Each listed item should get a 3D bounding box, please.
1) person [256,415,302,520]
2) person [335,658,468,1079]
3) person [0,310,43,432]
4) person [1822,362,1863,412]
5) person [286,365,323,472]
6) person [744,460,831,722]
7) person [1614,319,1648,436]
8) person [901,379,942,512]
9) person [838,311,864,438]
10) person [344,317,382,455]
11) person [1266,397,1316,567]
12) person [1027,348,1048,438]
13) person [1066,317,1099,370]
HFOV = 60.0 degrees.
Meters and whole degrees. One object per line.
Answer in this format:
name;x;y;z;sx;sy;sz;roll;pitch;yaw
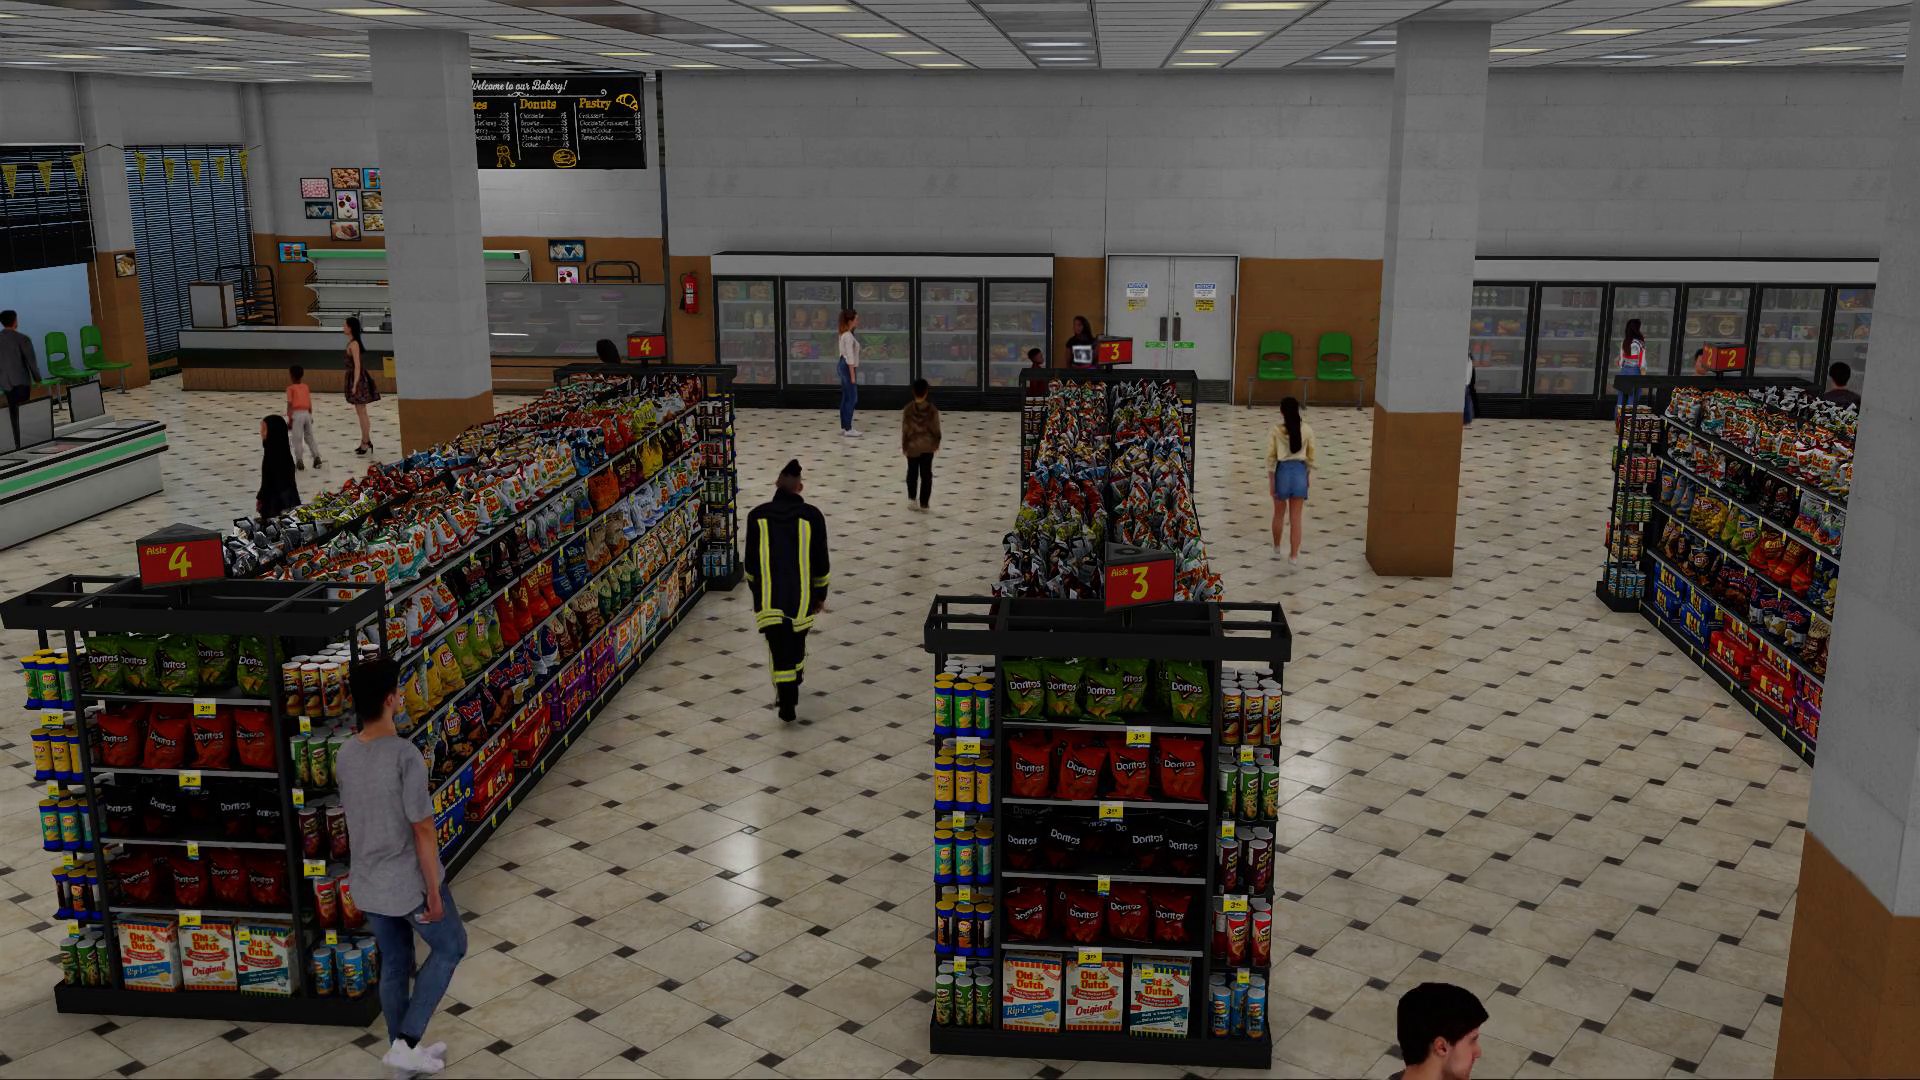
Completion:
person;-6.067;-0.344;15.052;1.006;1.608;1.117;-6;15;-24
person;-2.465;1.460;7.058;0.801;1.869;0.821;8;16;29
person;-12.146;-1.980;21.323;0.773;1.831;1.128;0;14;-1
person;8.753;-0.834;16.593;0.753;1.833;0.891;4;14;15
person;-8.107;-1.519;20.489;0.707;1.328;0.675;9;16;33
person;-1.220;0.392;11.594;0.965;1.808;1.239;-3;14;-12
person;9.215;-2.238;22.849;0.725;1.614;0.621;-7;15;-26
person;-0.430;-1.013;18.191;0.619;1.427;0.919;0;14;0
person;-1.546;-2.287;22.821;0.727;1.721;0.568;-4;14;-15
person;-7.797;-2.000;21.527;0.829;1.773;0.736;-4;14;-16
person;3.153;-0.518;15.814;0.634;1.587;1.121;1;14;3
person;1.011;-1.966;22.489;0.555;1.253;0.407;1;14;5
person;1.627;-2.099;22.147;0.695;1.673;1.224;2;14;9
